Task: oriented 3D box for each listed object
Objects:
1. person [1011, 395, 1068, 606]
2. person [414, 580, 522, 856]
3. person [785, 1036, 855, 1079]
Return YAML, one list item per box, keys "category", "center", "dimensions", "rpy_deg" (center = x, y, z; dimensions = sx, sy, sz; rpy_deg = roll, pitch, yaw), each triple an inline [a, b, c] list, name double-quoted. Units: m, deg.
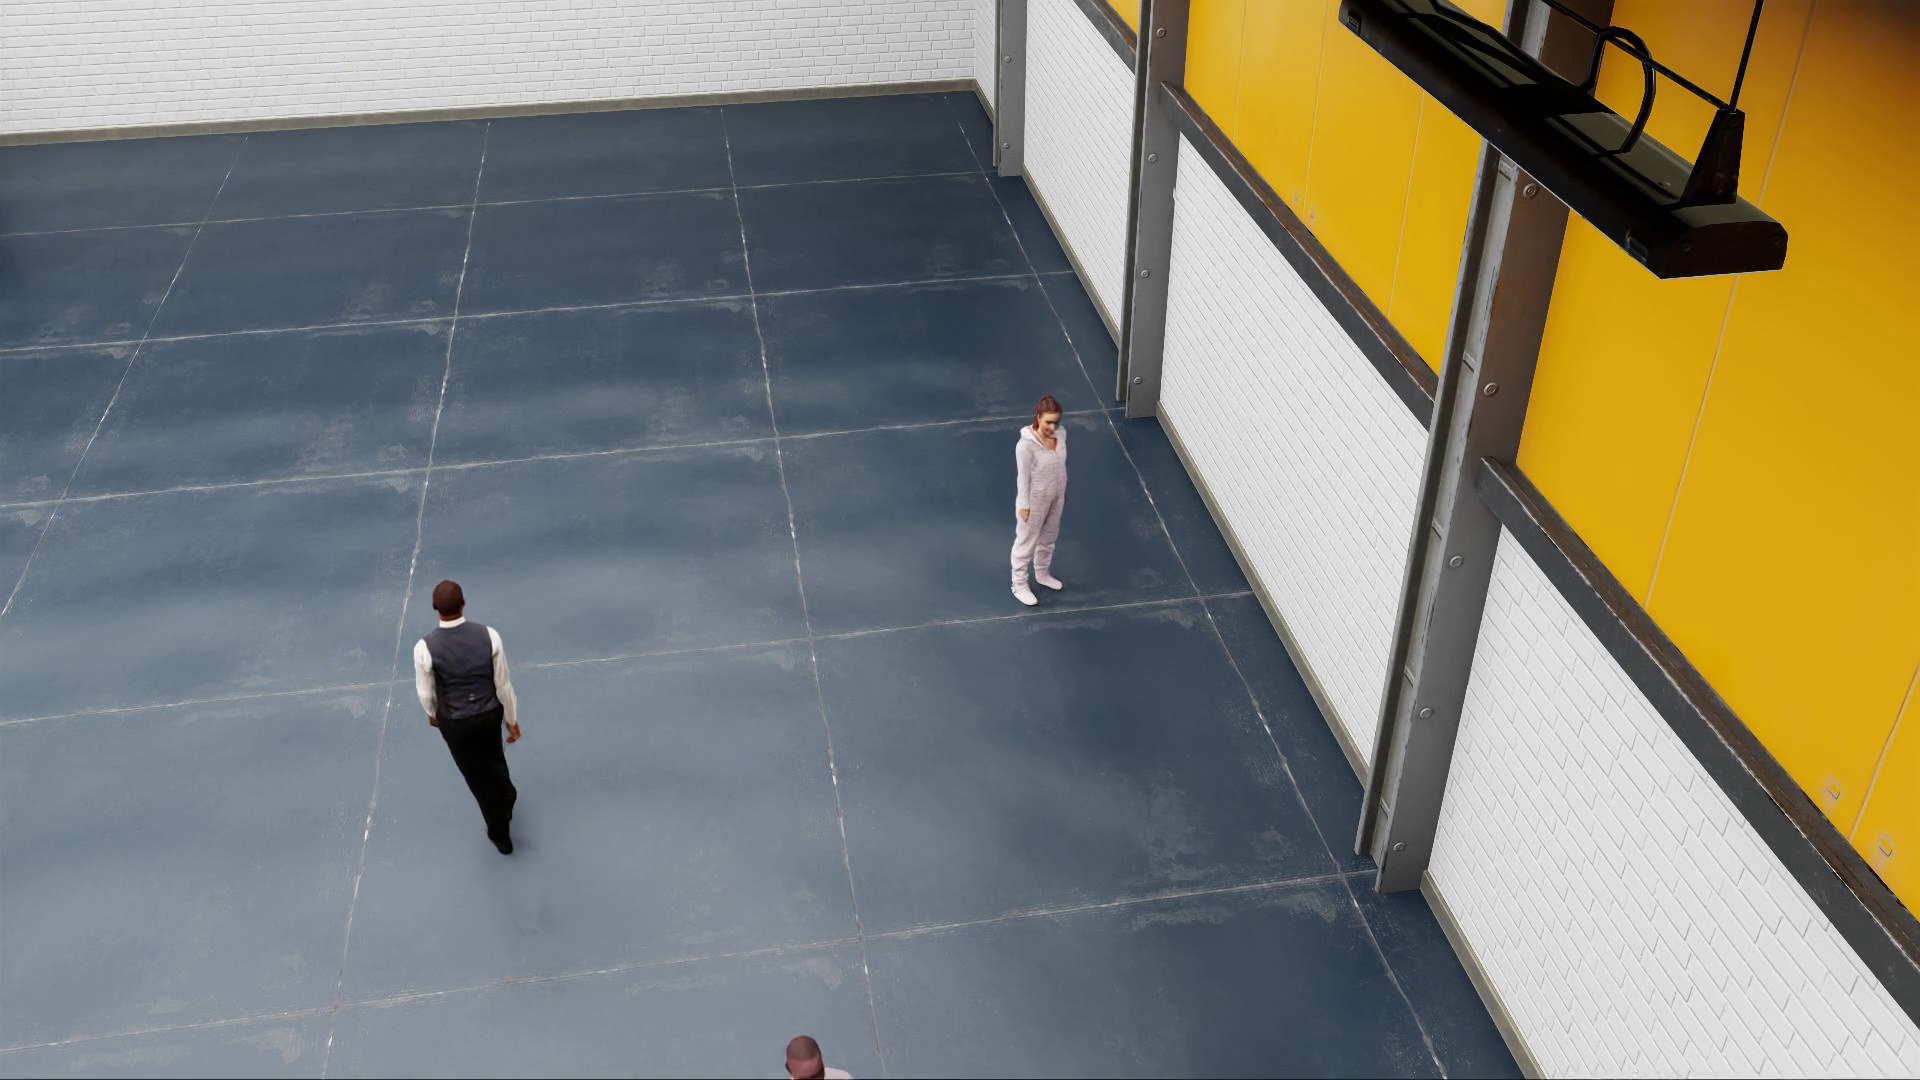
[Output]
- category: "person"
  center: [0.589, -0.333, 12.407]
  dimensions: [0.722, 1.687, 0.737]
  rpy_deg: [-27, 42, -34]
- category: "person"
  center: [-2.917, 1.138, 10.006]
  dimensions: [0.822, 1.895, 0.895]
  rpy_deg: [-17, 37, -24]
- category: "person"
  center: [-0.706, 2.818, 7.605]
  dimensions: [0.781, 1.755, 0.975]
  rpy_deg: [-15, 36, -21]
